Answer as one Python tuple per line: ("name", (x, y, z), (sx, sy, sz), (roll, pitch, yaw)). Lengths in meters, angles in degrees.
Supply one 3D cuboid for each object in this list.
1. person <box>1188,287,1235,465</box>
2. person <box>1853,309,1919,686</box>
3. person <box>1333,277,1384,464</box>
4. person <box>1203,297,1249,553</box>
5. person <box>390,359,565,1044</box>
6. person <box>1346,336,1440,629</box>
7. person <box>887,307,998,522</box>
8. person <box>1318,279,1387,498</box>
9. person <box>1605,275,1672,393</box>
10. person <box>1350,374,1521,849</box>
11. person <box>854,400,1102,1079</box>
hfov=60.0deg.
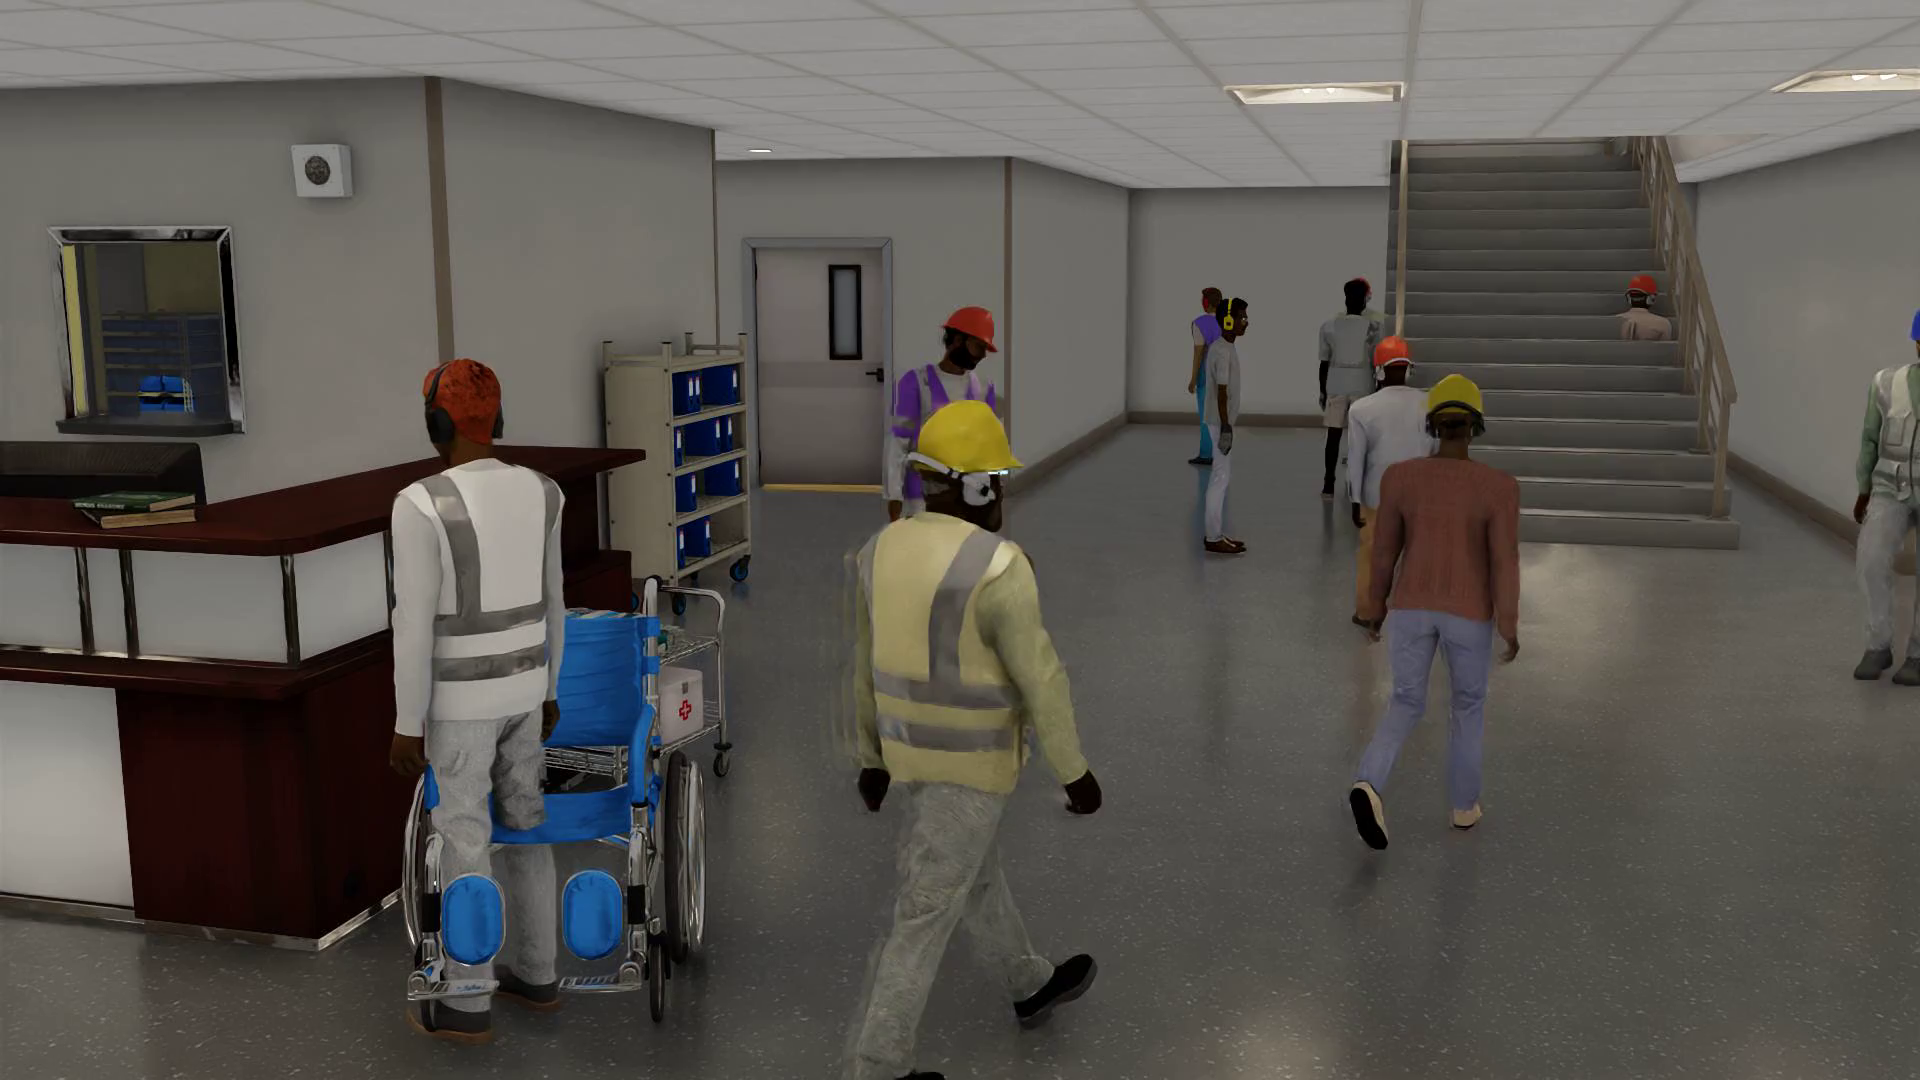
("person", (2.631, -1.699, 17.294), (0.570, 1.843, 0.373), (-7, 12, -35))
("person", (4.750, -0.208, 8.249), (0.571, 1.925, 0.652), (-9, 13, -43))
("person", (4.237, -1.809, 17.653), (0.625, 1.953, 0.966), (6, 12, 33))
("person", (1.939, -0.828, 12.127), (0.340, 1.866, 0.517), (1, 10, 7))
("person", (-1.318, 0.441, 4.612), (0.355, 1.879, 0.583), (6, 11, 30))
("person", (2.445, -0.279, 9.321), (0.564, 1.717, 0.858), (1, 10, 3))
("person", (-0.070, -0.240, 8.572), (0.668, 1.893, 0.395), (-4, 11, -24))
("person", (3.498, -1.341, 14.849), (0.600, 1.957, 0.368), (4, 10, 21))
("person", (6.061, -1.373, 14.935), (0.626, 1.991, 0.389), (7, 12, 37))
("person", (1.732, 0.269, 6.059), (0.559, 1.732, 0.748), (6, 11, 32))
("person", (0.042, 0.537, 4.298), (0.945, 1.780, 0.608), (-7, 12, -36))
